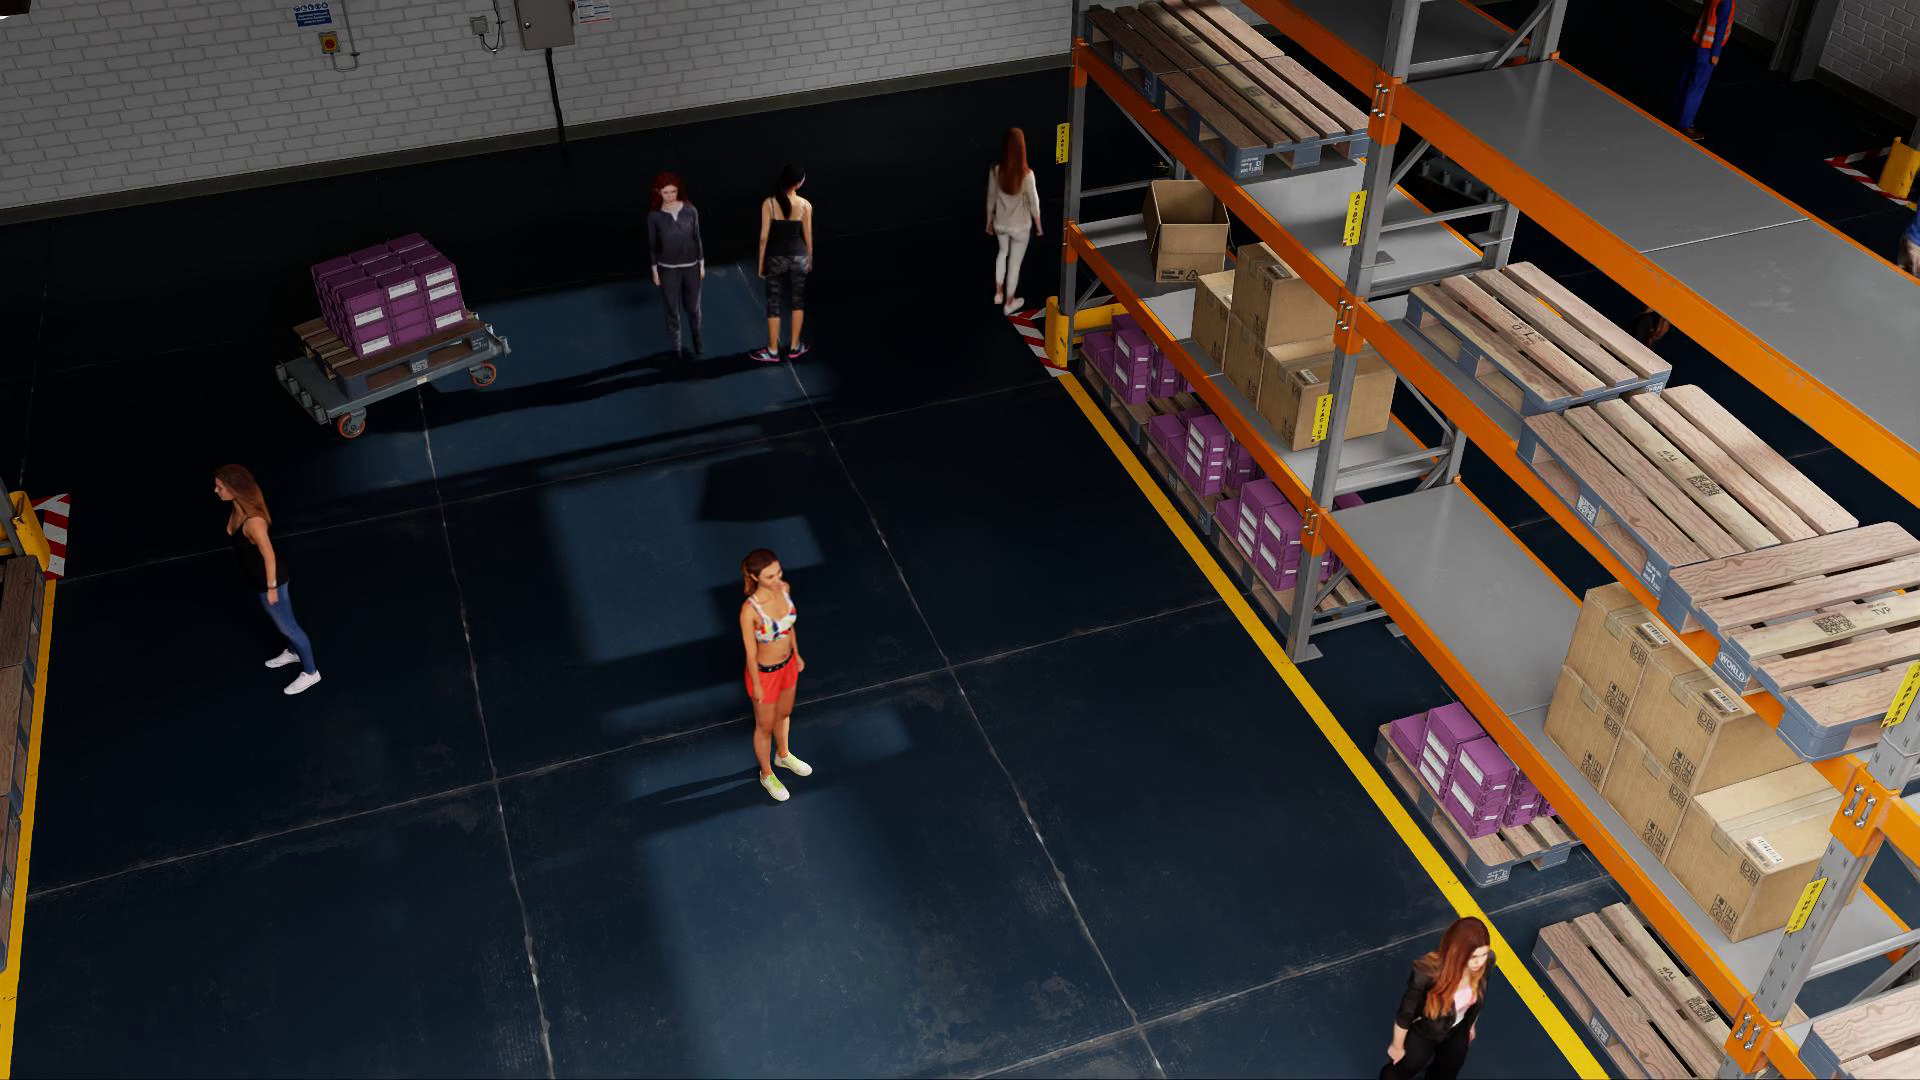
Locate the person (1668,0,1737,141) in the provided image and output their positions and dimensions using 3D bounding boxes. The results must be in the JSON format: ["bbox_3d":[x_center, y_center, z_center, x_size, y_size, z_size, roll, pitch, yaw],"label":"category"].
[{"bbox_3d":[7.659,-5.055,17.040,0.835,1.857,0.695,2,39,2],"label":"person"}]

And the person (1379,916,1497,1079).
[{"bbox_3d":[2.255,2.299,7.957,0.608,1.699,0.584,-11,40,-14],"label":"person"}]

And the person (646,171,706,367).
[{"bbox_3d":[-2.292,-2.222,13.572,0.592,1.757,0.652,-11,40,-13],"label":"person"}]

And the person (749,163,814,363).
[{"bbox_3d":[-1.464,-2.239,13.639,0.806,1.701,0.624,-13,40,-16],"label":"person"}]

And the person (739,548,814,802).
[{"bbox_3d":[-1.112,0.763,9.806,0.723,1.791,0.682,23,44,26],"label":"person"}]

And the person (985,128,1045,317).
[{"bbox_3d":[0.410,-2.652,14.155,0.685,1.701,0.763,21,43,25],"label":"person"}]

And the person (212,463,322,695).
[{"bbox_3d":[-4.397,0.219,10.543,0.706,1.722,0.555,-26,45,-28],"label":"person"}]
